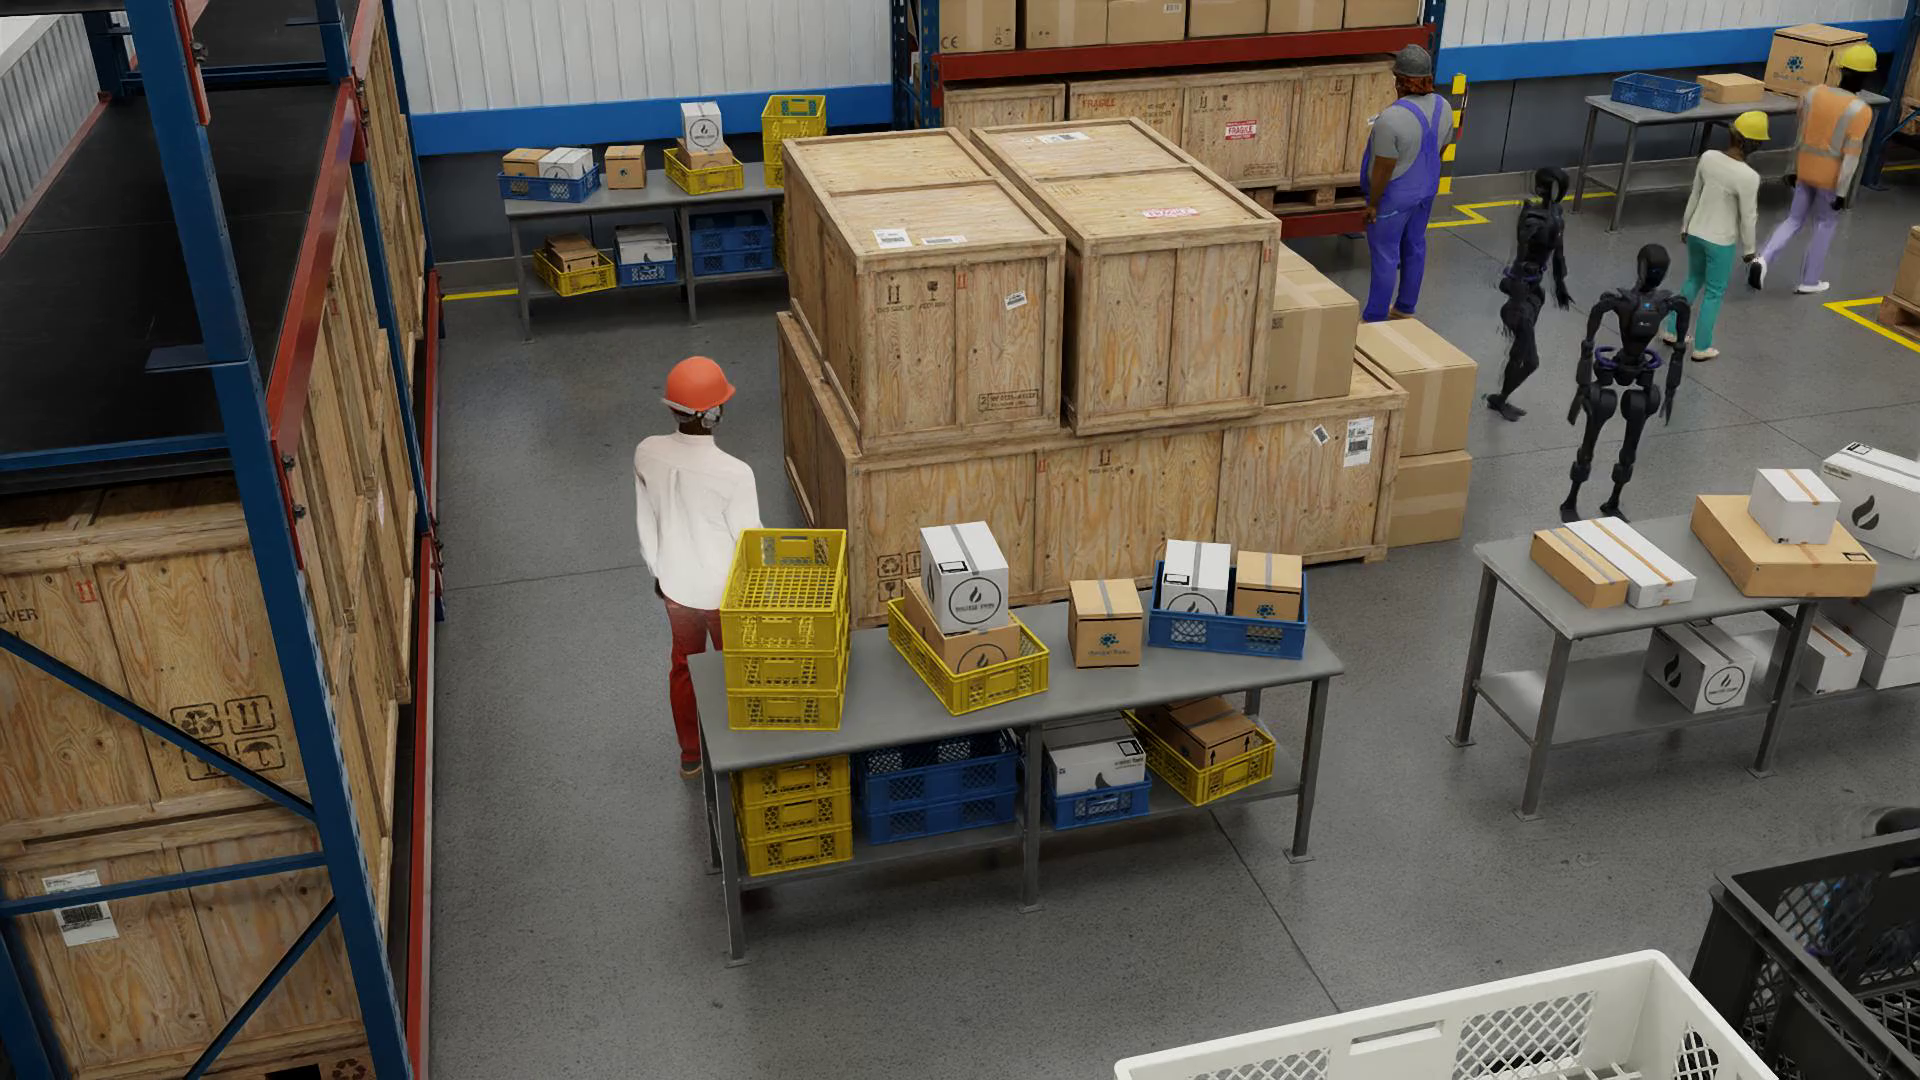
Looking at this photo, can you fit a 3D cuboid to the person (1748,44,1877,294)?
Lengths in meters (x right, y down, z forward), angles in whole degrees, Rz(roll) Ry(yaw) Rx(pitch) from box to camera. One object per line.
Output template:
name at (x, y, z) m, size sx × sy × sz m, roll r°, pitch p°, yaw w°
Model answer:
person at (6.375, -2.721, 12.356) m, size 0.691 × 1.900 × 0.593 m, roll -14°, pitch 32°, yaw -23°

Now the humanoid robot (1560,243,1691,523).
humanoid robot at (3.658, -0.830, 9.155) m, size 0.563 × 1.654 × 0.356 m, roll 3°, pitch 29°, yaw 5°

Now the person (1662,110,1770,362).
person at (5.164, -2.057, 11.305) m, size 0.399 × 1.748 × 0.534 m, roll -9°, pitch 30°, yaw -16°

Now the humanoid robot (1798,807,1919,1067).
humanoid robot at (2.603, 1.483, 4.968) m, size 0.375 × 1.651 × 0.612 m, roll 11°, pitch 31°, yaw 19°

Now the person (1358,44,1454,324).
person at (3.072, -2.468, 11.762) m, size 0.675 × 2.000 × 0.537 m, roll -18°, pitch 34°, yaw -30°

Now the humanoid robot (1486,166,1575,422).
humanoid robot at (3.626, -1.534, 10.439) m, size 0.445 × 1.650 × 0.596 m, roll 19°, pitch 34°, yaw 30°

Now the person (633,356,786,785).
person at (-1.060, 0.167, 7.026) m, size 0.611 × 1.995 × 0.389 m, roll 16°, pitch 33°, yaw 26°
